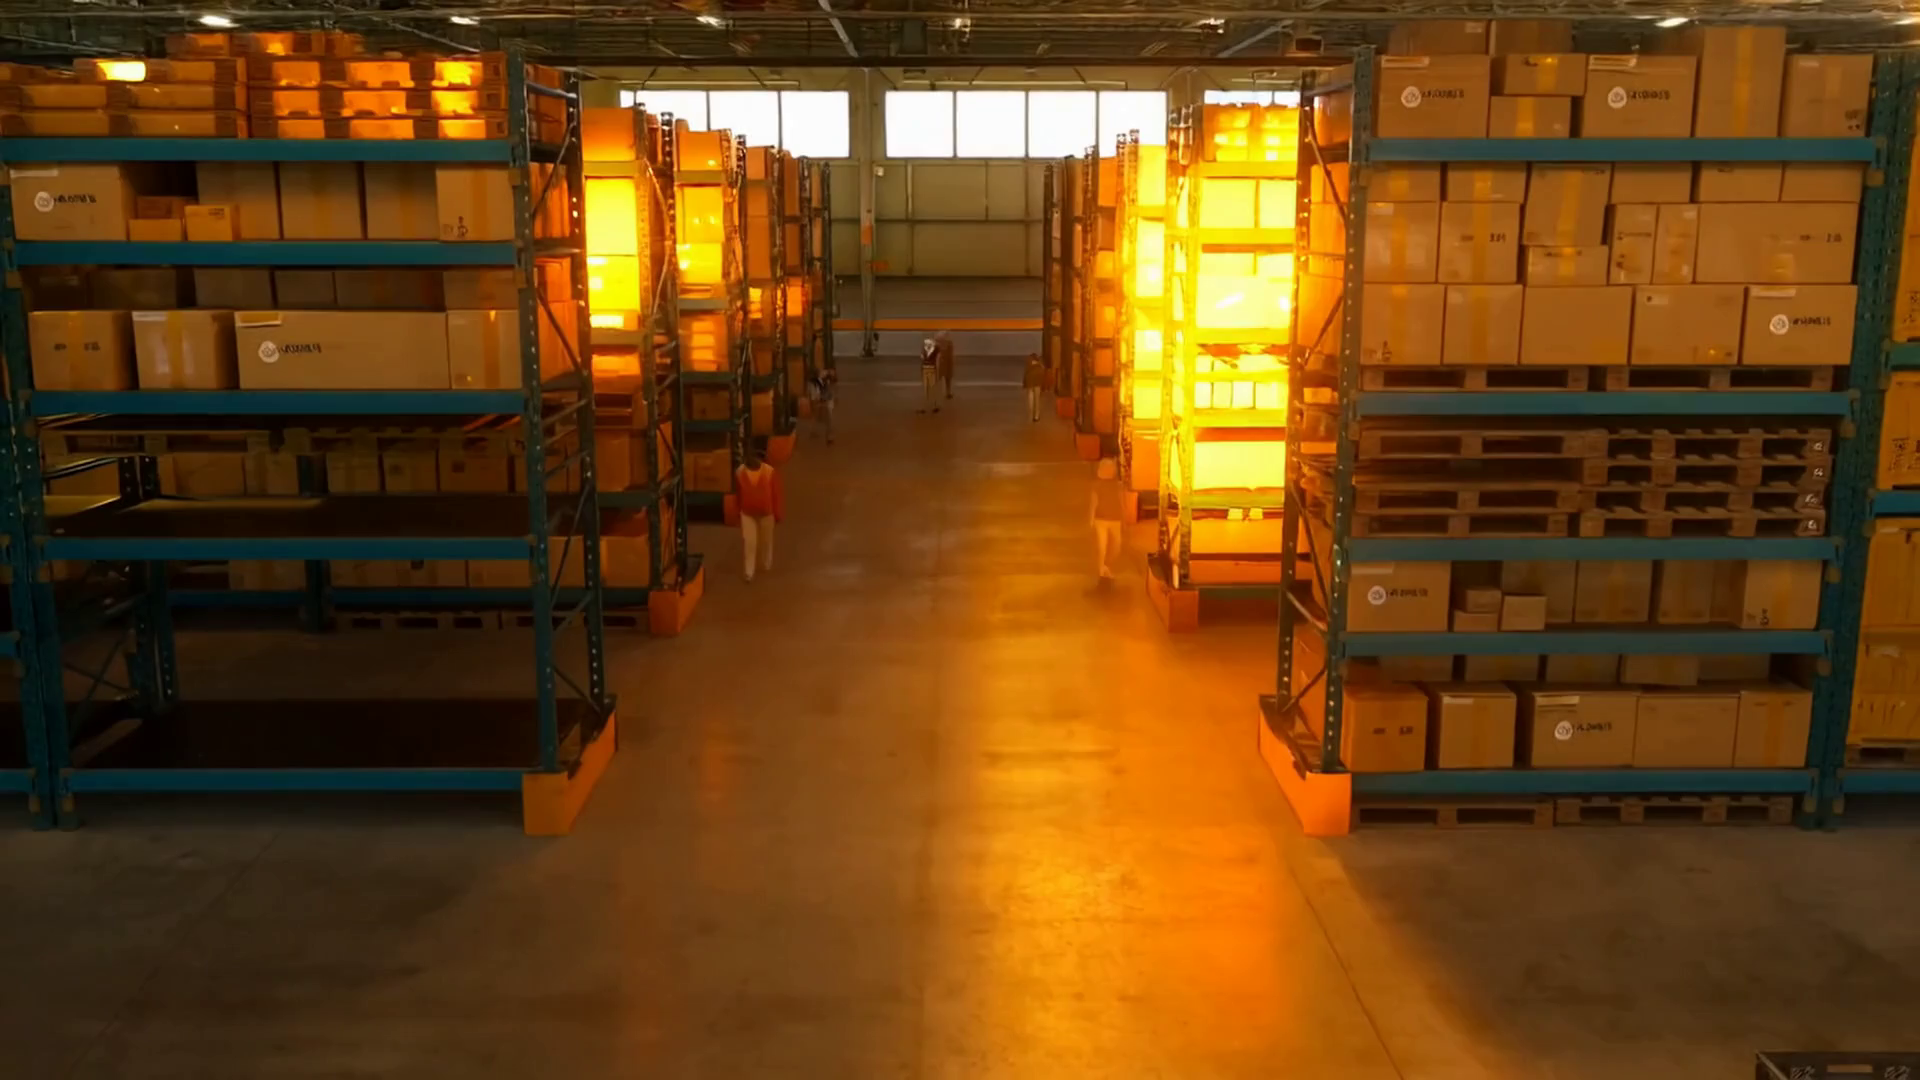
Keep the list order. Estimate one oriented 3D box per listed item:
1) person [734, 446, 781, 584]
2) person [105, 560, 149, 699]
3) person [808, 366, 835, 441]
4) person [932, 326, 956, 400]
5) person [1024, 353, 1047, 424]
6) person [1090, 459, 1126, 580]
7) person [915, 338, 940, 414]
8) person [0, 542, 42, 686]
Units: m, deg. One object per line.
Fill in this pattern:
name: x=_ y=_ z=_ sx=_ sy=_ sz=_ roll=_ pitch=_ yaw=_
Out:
person: x=-2.698 y=-0.369 z=22.229 sx=0.625 sy=1.810 sz=0.929 roll=0 pitch=11 yaw=1
person: x=-8.278 y=0.834 z=16.508 sx=0.322 sy=1.696 sz=0.536 roll=-10 pitch=15 yaw=-41
person: x=-2.914 y=-2.872 z=35.043 sx=0.590 sy=1.617 sz=0.397 roll=-6 pitch=13 yaw=-27
person: x=-0.409 y=-4.561 z=42.815 sx=0.674 sy=1.863 sz=0.932 roll=4 pitch=12 yaw=18
person: x=1.717 y=-3.470 z=38.011 sx=0.525 sy=1.619 sz=0.383 roll=0 pitch=11 yaw=1
person: x=1.980 y=-0.275 z=22.178 sx=0.530 sy=1.617 sz=0.352 roll=5 pitch=13 yaw=25
person: x=-0.777 y=-3.886 z=39.600 sx=0.619 sy=1.815 sz=0.793 roll=9 pitch=15 yaw=39
person: x=-9.802 y=0.564 z=17.327 sx=0.399 sy=1.909 sz=0.642 roll=-9 pitch=14 yaw=-37
